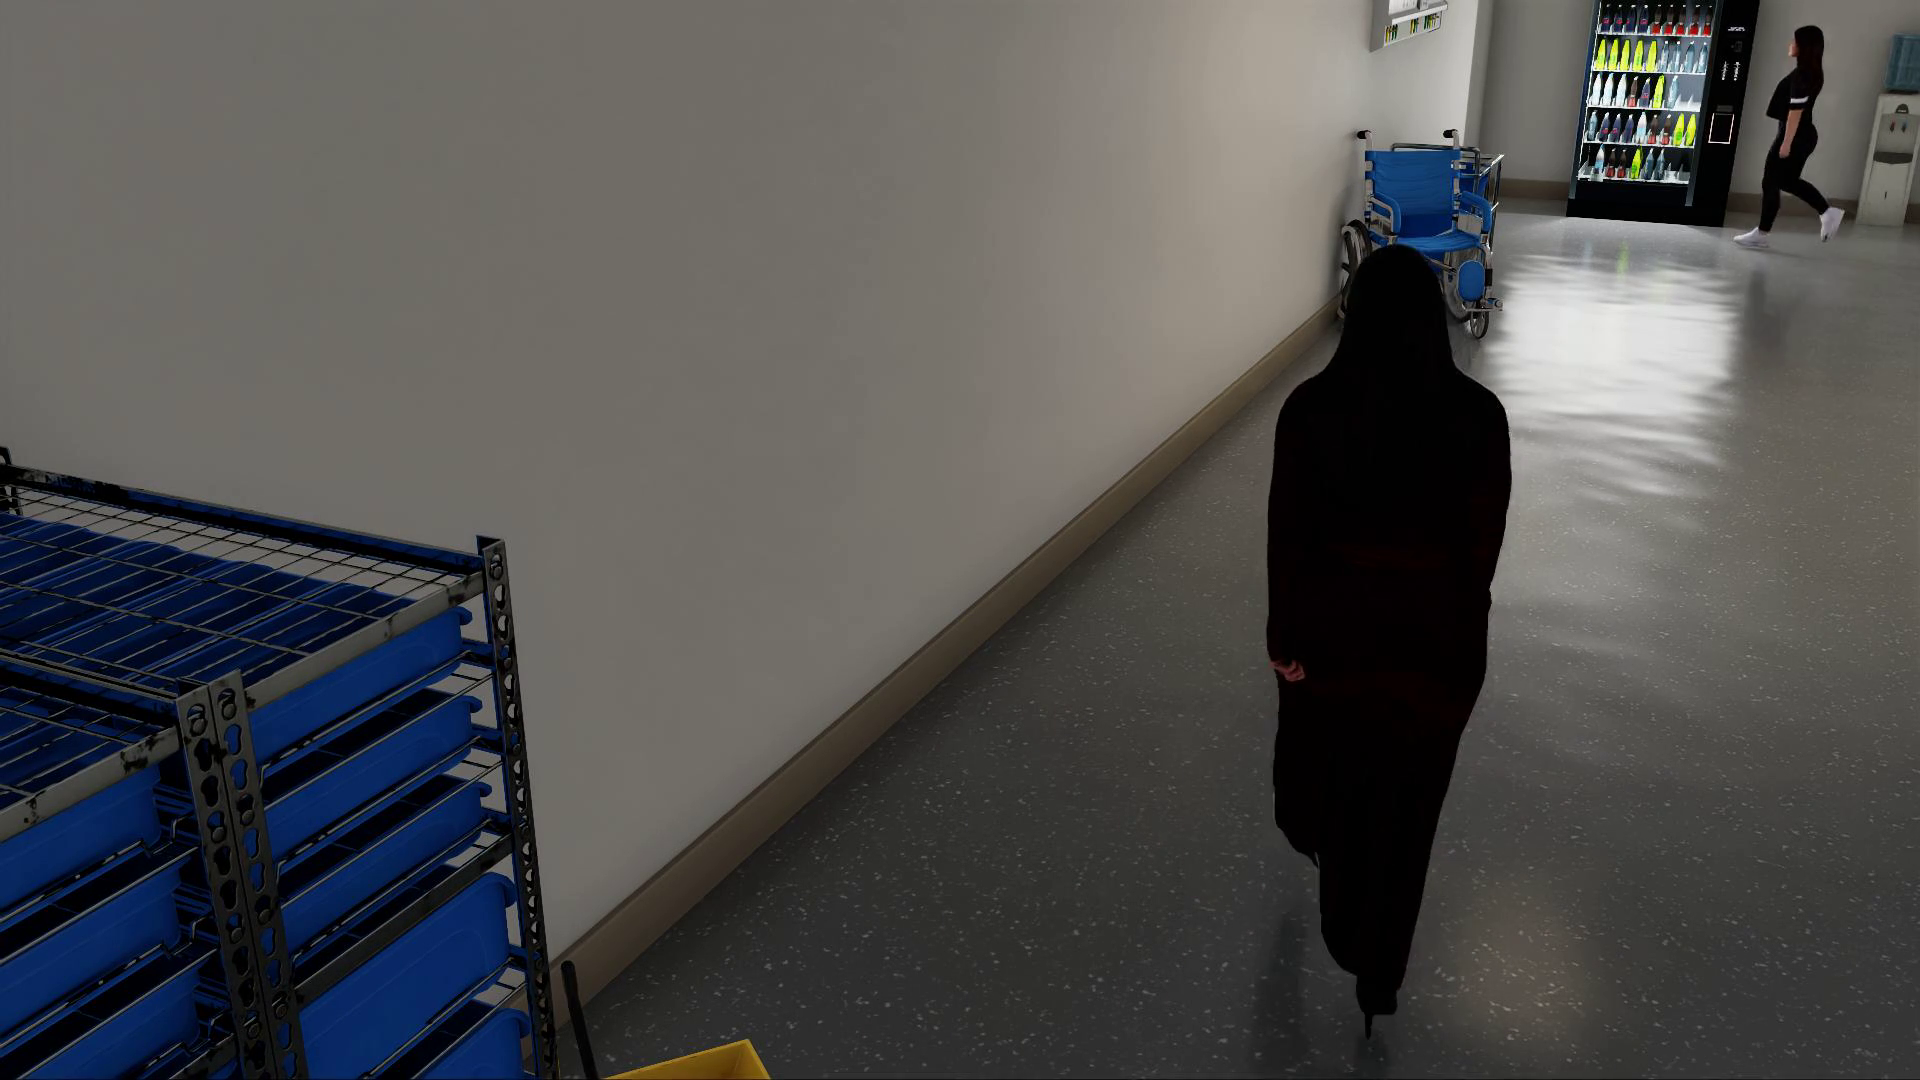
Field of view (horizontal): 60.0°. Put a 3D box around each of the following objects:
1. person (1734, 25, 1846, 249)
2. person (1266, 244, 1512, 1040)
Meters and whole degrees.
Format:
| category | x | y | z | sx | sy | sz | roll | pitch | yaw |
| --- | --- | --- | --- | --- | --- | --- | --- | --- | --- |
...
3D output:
| category | x | y | z | sx | sy | sz | roll | pitch | yaw |
| --- | --- | --- | --- | --- | --- | --- | --- | --- | --- |
| person | 6.219 | -2.936 | 12.262 | 1.013 | 1.623 | 0.741 | 15 | 25 | 34 |
| person | 0.933 | 0.272 | 3.676 | 1.135 | 1.706 | 0.878 | 5 | 21 | 14 |
